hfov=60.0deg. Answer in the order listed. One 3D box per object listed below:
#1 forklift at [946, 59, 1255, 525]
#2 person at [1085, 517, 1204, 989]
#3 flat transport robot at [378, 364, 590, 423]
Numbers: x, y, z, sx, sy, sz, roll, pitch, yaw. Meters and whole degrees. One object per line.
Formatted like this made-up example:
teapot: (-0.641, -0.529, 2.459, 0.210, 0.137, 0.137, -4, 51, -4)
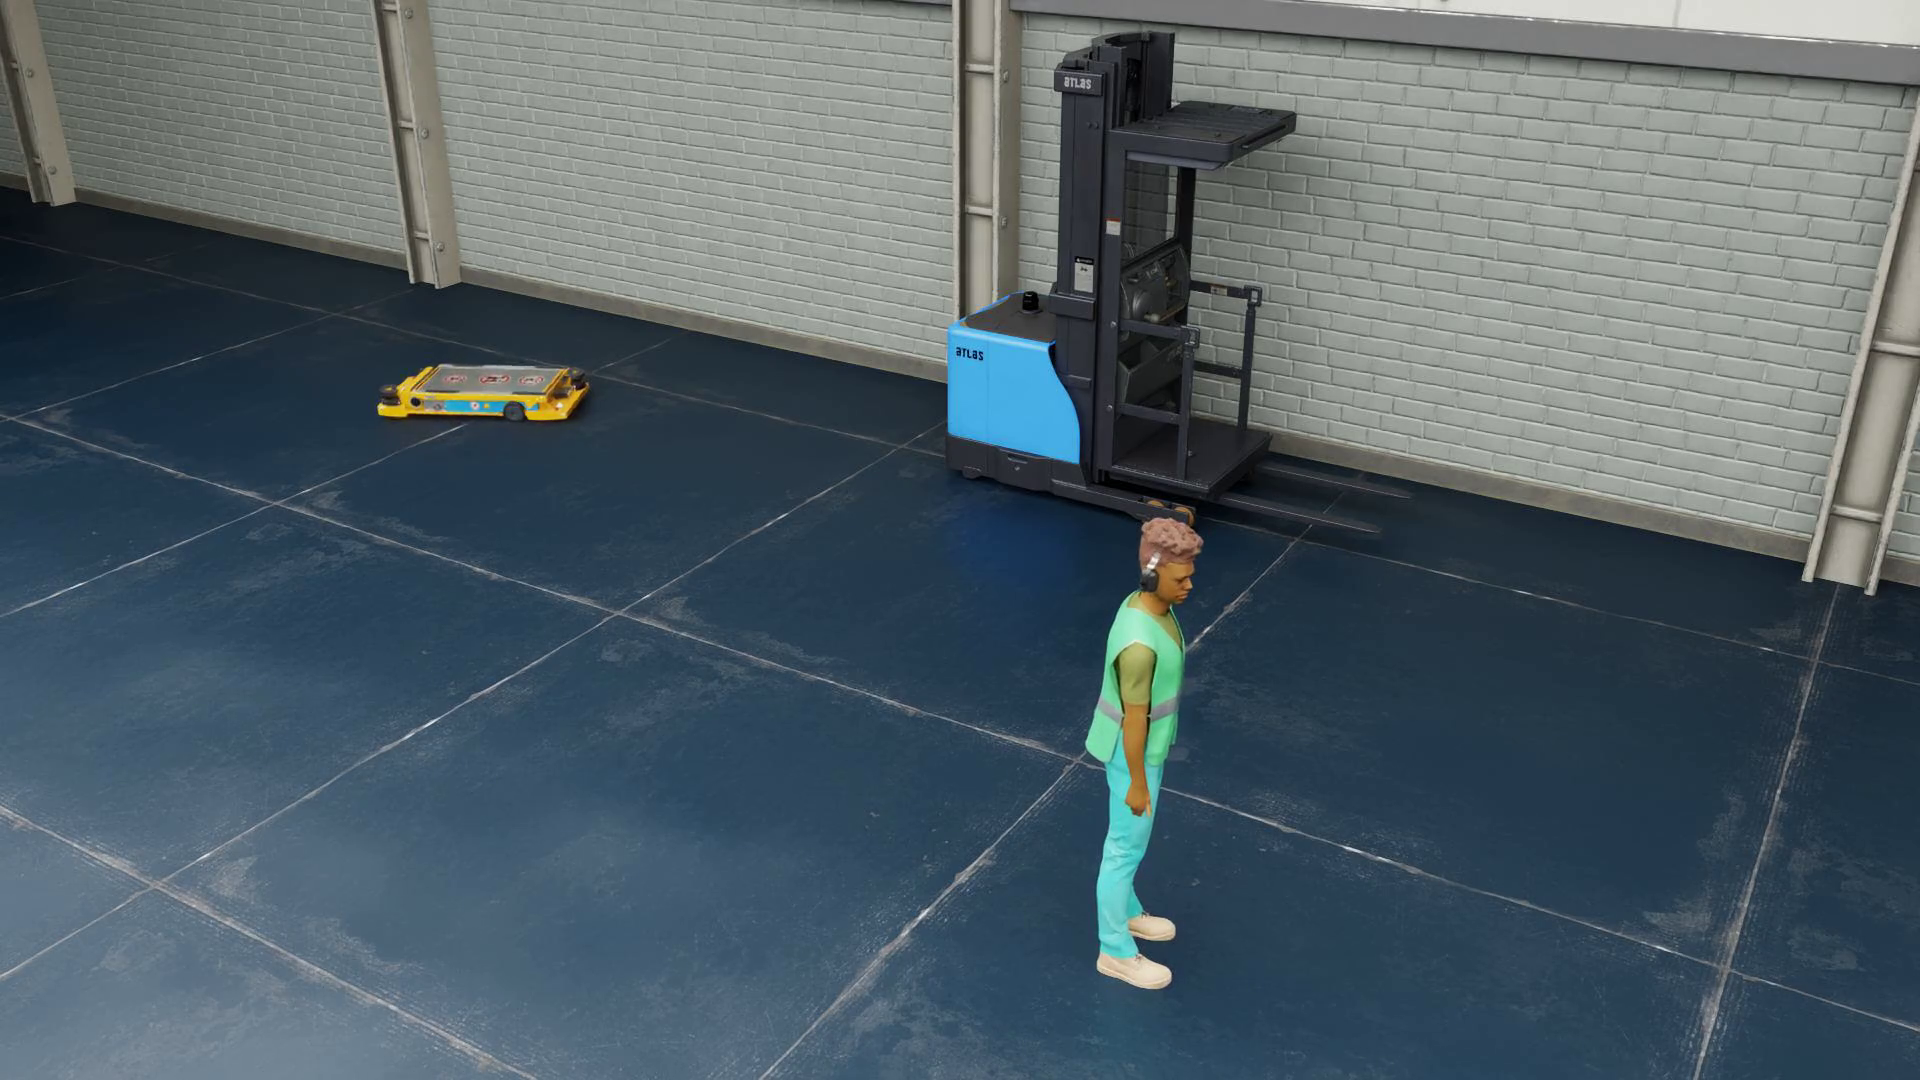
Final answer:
forklift: (0.933, -1.707, 10.833, 1.873, 2.768, 1.129, 15, 29, 28)
person: (0.702, 0.821, 6.527, 0.407, 1.978, 0.486, 6, 26, 12)
flat transport robot: (-3.602, -1.117, 12.622, 1.431, 0.231, 0.659, 2, 25, 3)
